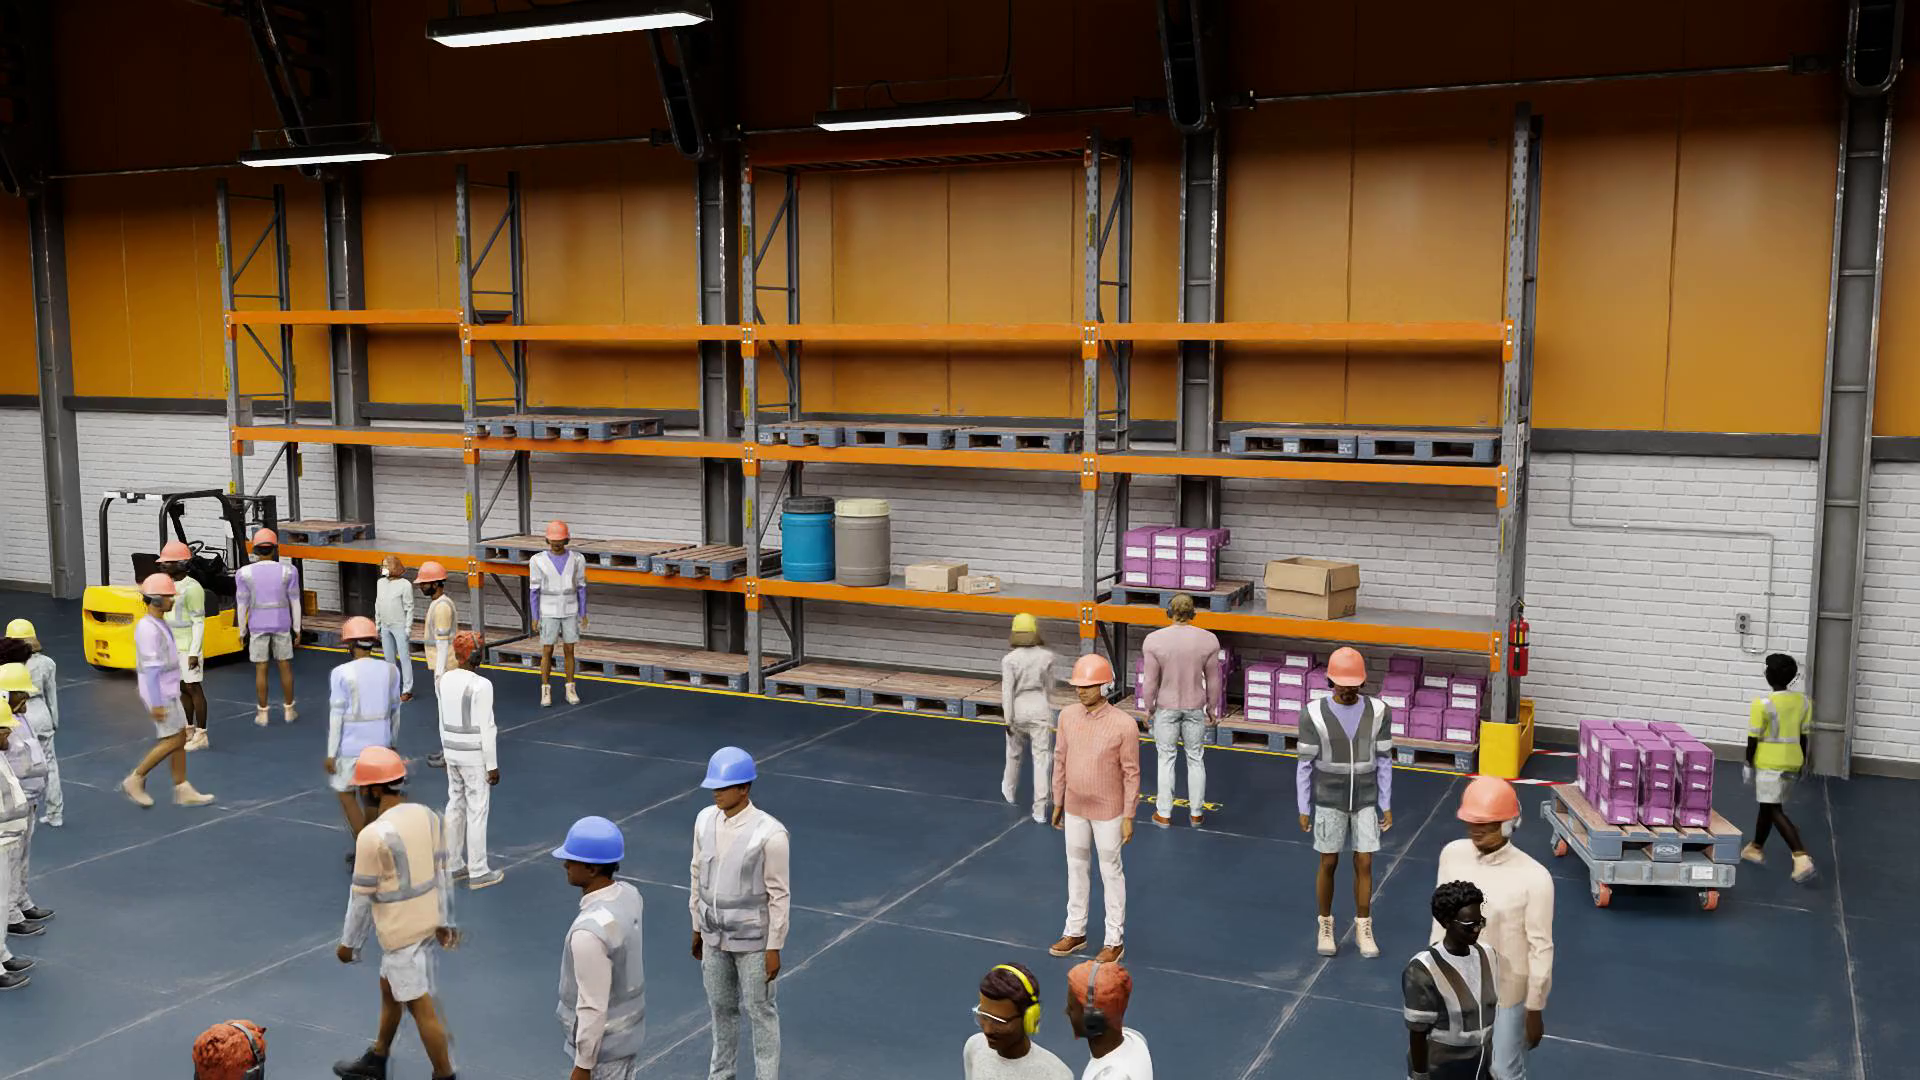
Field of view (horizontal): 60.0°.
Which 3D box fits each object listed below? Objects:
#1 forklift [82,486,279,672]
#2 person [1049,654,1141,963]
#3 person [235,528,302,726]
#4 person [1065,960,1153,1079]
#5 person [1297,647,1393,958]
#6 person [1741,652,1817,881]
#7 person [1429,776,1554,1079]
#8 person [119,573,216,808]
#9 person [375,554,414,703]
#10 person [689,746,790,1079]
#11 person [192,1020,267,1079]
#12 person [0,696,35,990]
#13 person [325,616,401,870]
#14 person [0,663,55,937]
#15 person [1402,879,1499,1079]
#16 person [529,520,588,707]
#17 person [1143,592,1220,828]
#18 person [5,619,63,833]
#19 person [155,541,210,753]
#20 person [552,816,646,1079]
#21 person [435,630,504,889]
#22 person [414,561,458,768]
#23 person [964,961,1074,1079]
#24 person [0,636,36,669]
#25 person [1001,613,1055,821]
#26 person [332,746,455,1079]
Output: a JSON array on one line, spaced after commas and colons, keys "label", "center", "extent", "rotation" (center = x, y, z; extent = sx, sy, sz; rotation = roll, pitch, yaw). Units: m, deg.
[{"label": "forklift", "center": [-9.426, 0.454, 20.179], "extent": [1.214, 2.155, 2.313], "rotation": [3, 8, 26]}, {"label": "person", "center": [0.849, 1.709, 10.624], "extent": [0.622, 1.994, 0.380], "rotation": [5, 9, 36]}, {"label": "person", "center": [-7.136, 0.892, 17.191], "extent": [0.614, 2.038, 0.396], "rotation": [-3, 8, -27]}, {"label": "person", "center": [0.509, 2.357, 5.721], "extent": [0.337, 1.882, 0.584], "rotation": [2, 7, 13]}, {"label": "person", "center": [2.484, 1.683, 10.723], "extent": [0.617, 2.028, 0.409], "rotation": [0, 7, -1]}, {"label": "person", "center": [6.095, 1.667, 12.328], "extent": [0.537, 1.668, 0.817], "rotation": [-3, 7, -21]}, {"label": "person", "center": [2.430, 2.067, 7.714], "extent": [0.401, 1.988, 0.639], "rotation": [-5, 9, -37]}, {"label": "person", "center": [-6.720, 1.287, 14.006], "extent": [0.682, 2.026, 0.677], "rotation": [-2, 7, -14]}, {"label": "person", "center": [-6.206, 0.967, 18.234], "extent": [0.499, 1.634, 0.279], "rotation": [3, 8, 24]}, {"label": "person", "center": [-1.129, 1.997, 8.434], "extent": [0.605, 1.948, 0.391], "rotation": [4, 8, 32]}, {"label": "person", "center": [-2.260, 2.424, 5.208], "extent": [0.583, 1.879, 0.361], "rotation": [3, 7, 21]}, {"label": "person", "center": [-5.930, 1.849, 10.197], "extent": [0.403, 1.819, 0.601], "rotation": [-3, 8, -26]}, {"label": "person", "center": [-4.458, 1.529, 12.409], "extent": [0.605, 1.916, 0.639], "rotation": [5, 9, 37]}, {"label": "person", "center": [-6.332, 1.728, 11.152], "extent": [0.404, 1.828, 0.587], "rotation": [-2, 7, -16]}, {"label": "person", "center": [2.106, 2.280, 7.128], "extent": [0.533, 1.697, 0.318], "rotation": [-5, 8, -35]}, {"label": "person", "center": [-4.339, 0.789, 18.032], "extent": [0.611, 2.040, 0.393], "rotation": [-3, 8, -23]}, {"label": "person", "center": [1.793, 1.382, 13.551], "extent": [0.635, 1.938, 0.361], "rotation": [0, 7, -4]}, {"label": "person", "center": [-7.540, 1.497, 13.450], "extent": [0.334, 1.733, 0.480], "rotation": [3, 8, 24]}, {"label": "person", "center": [-7.518, 1.026, 16.066], "extent": [0.605, 2.045, 0.381], "rotation": [6, 9, 41]}, {"label": "person", "center": [-1.546, 2.145, 7.202], "extent": [0.381, 1.951, 0.605], "rotation": [0, 7, 3]}, {"label": "person", "center": [-3.577, 1.591, 12.109], "extent": [0.569, 1.878, 0.351], "rotation": [5, 9, 38]}, {"label": "person", "center": [-4.858, 1.155, 15.506], "extent": [0.392, 1.930, 0.539], "rotation": [-3, 7, -22]}, {"label": "person", "center": [0.176, 2.362, 5.784], "extent": [0.331, 1.863, 0.508], "rotation": [-7, 10, -44]}, {"label": "person", "center": [-6.737, 1.615, 11.680], "extent": [0.520, 1.925, 0.672], "rotation": [-5, 9, -37]}, {"label": "person", "center": [0.564, 1.457, 13.952], "extent": [0.483, 1.687, 0.943], "rotation": [-1, 7, -11]}, {"label": "person", "center": [-2.991, 2.000, 8.608], "extent": [0.893, 1.894, 0.538], "rotation": [1, 7, 11]}]
